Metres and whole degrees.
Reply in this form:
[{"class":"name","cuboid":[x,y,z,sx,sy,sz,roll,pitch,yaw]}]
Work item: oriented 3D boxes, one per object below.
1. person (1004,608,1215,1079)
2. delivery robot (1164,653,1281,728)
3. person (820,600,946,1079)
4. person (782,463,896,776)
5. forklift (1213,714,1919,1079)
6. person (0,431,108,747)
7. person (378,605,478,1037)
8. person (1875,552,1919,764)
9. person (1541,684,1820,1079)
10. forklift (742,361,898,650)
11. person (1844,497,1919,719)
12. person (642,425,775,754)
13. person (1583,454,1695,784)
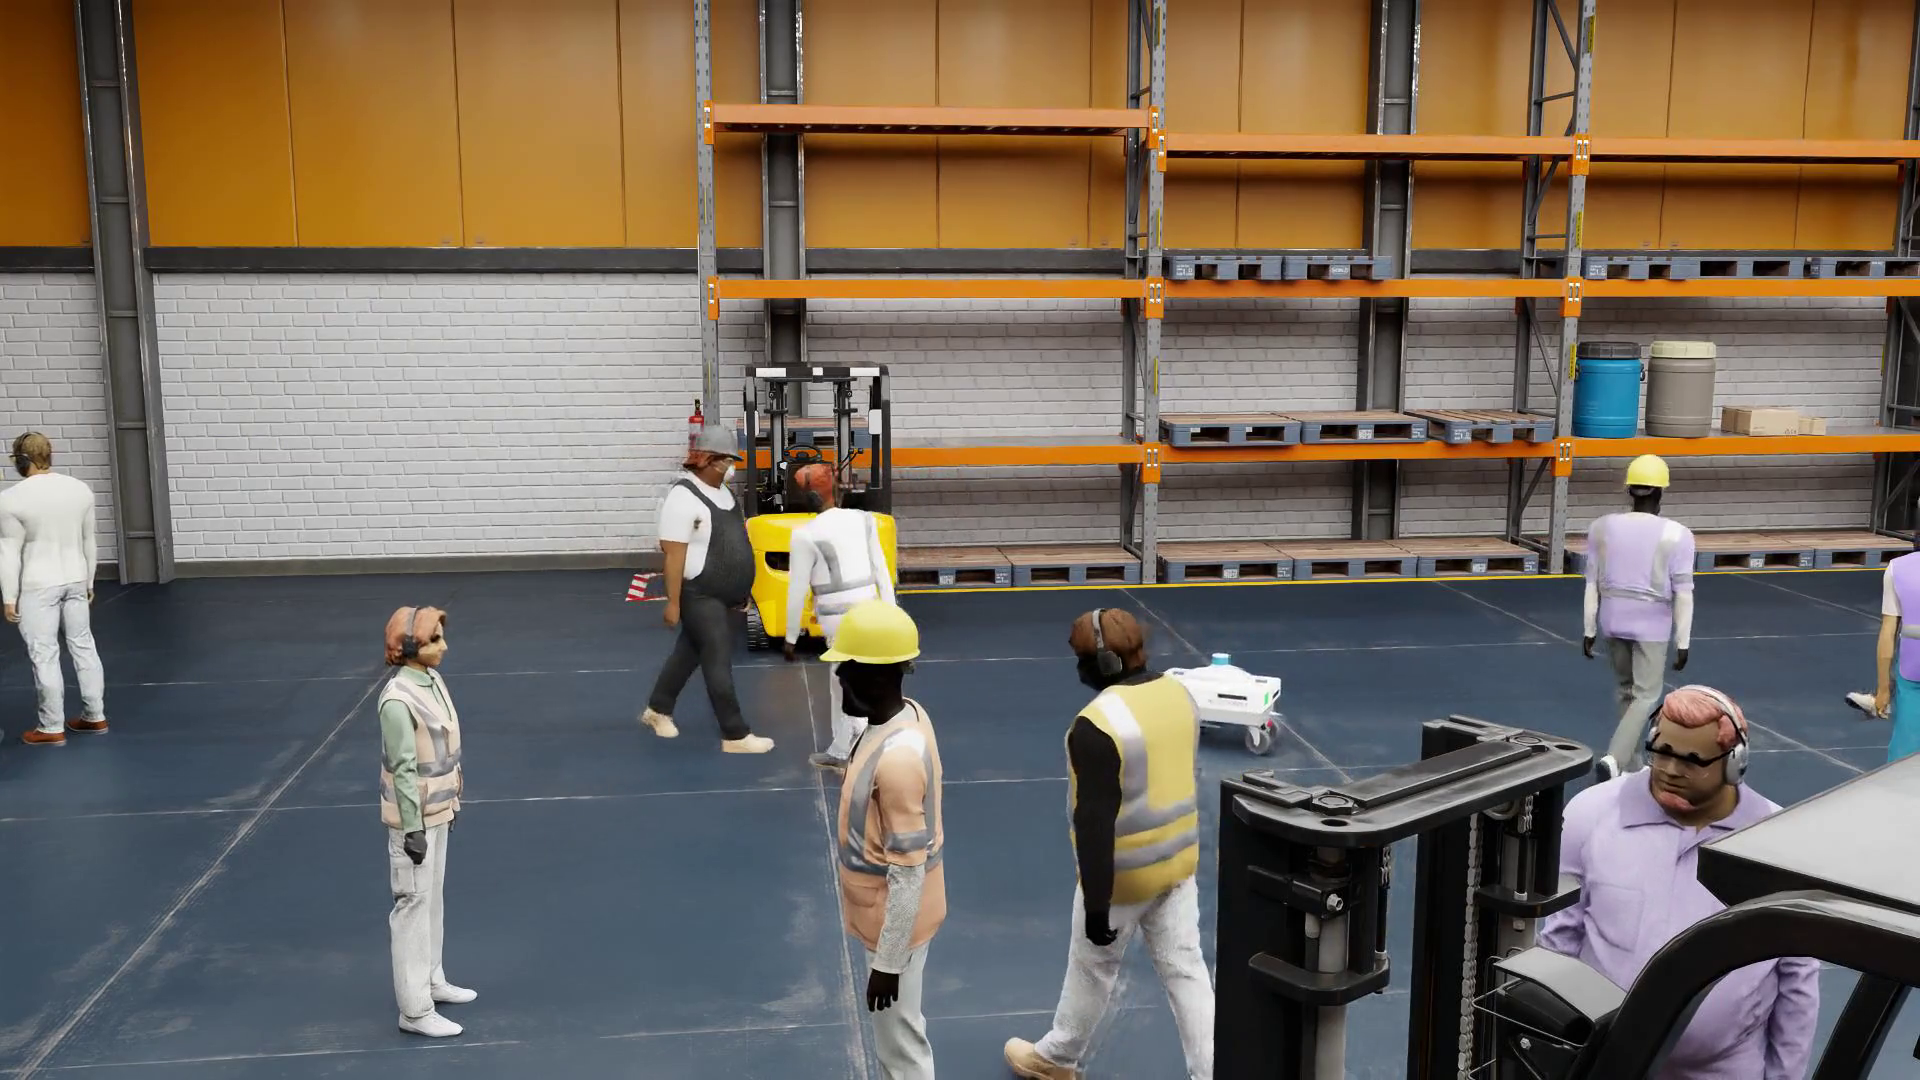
[{"class":"person","cuboid":[0.564,1.109,5.622,0.967,1.781,0.635,9,13,44]},{"class":"delivery robot","cuboid":[1.591,0.940,10.186,0.707,0.478,0.477,4,10,23]},{"class":"person","cuboid":[-0.228,1.130,5.019,0.369,1.928,0.586,-1,9,-5]},{"class":"person","cuboid":[-0.685,0.484,9.344,0.804,1.828,0.595,8,12,43]},{"class":"forklift","cuboid":[1.441,1.425,2.350,1.214,2.155,2.313,-7,12,-39]},{"class":"person","cuboid":[-5.591,0.298,10.227,0.376,1.932,0.632,4,10,25]},{"class":"person","cuboid":[-2.055,1.061,6.358,0.307,1.638,0.513,-1,9,-5]},{"class":"person","cuboid":[4.680,0.703,7.941,0.565,1.845,0.390,3,10,17]},{"class":"person","cuboid":[1.755,1.288,4.119,0.637,1.904,0.403,4,10,25]},{"class":"forklift","cuboid":[-1.154,-0.340,13.365,1.214,2.155,2.313,-1,9,-7]},{"class":"person","cuboid":[6.262,0.290,10.675,1.018,1.787,0.525,-2,9,-10]},{"class":"person","cuboid":[-1.595,0.244,10.199,0.989,2.000,0.697,3,9,16]},{"class":"person","cuboid":[3.708,0.480,9.172,0.594,1.904,0.817,9,13,44]}]
